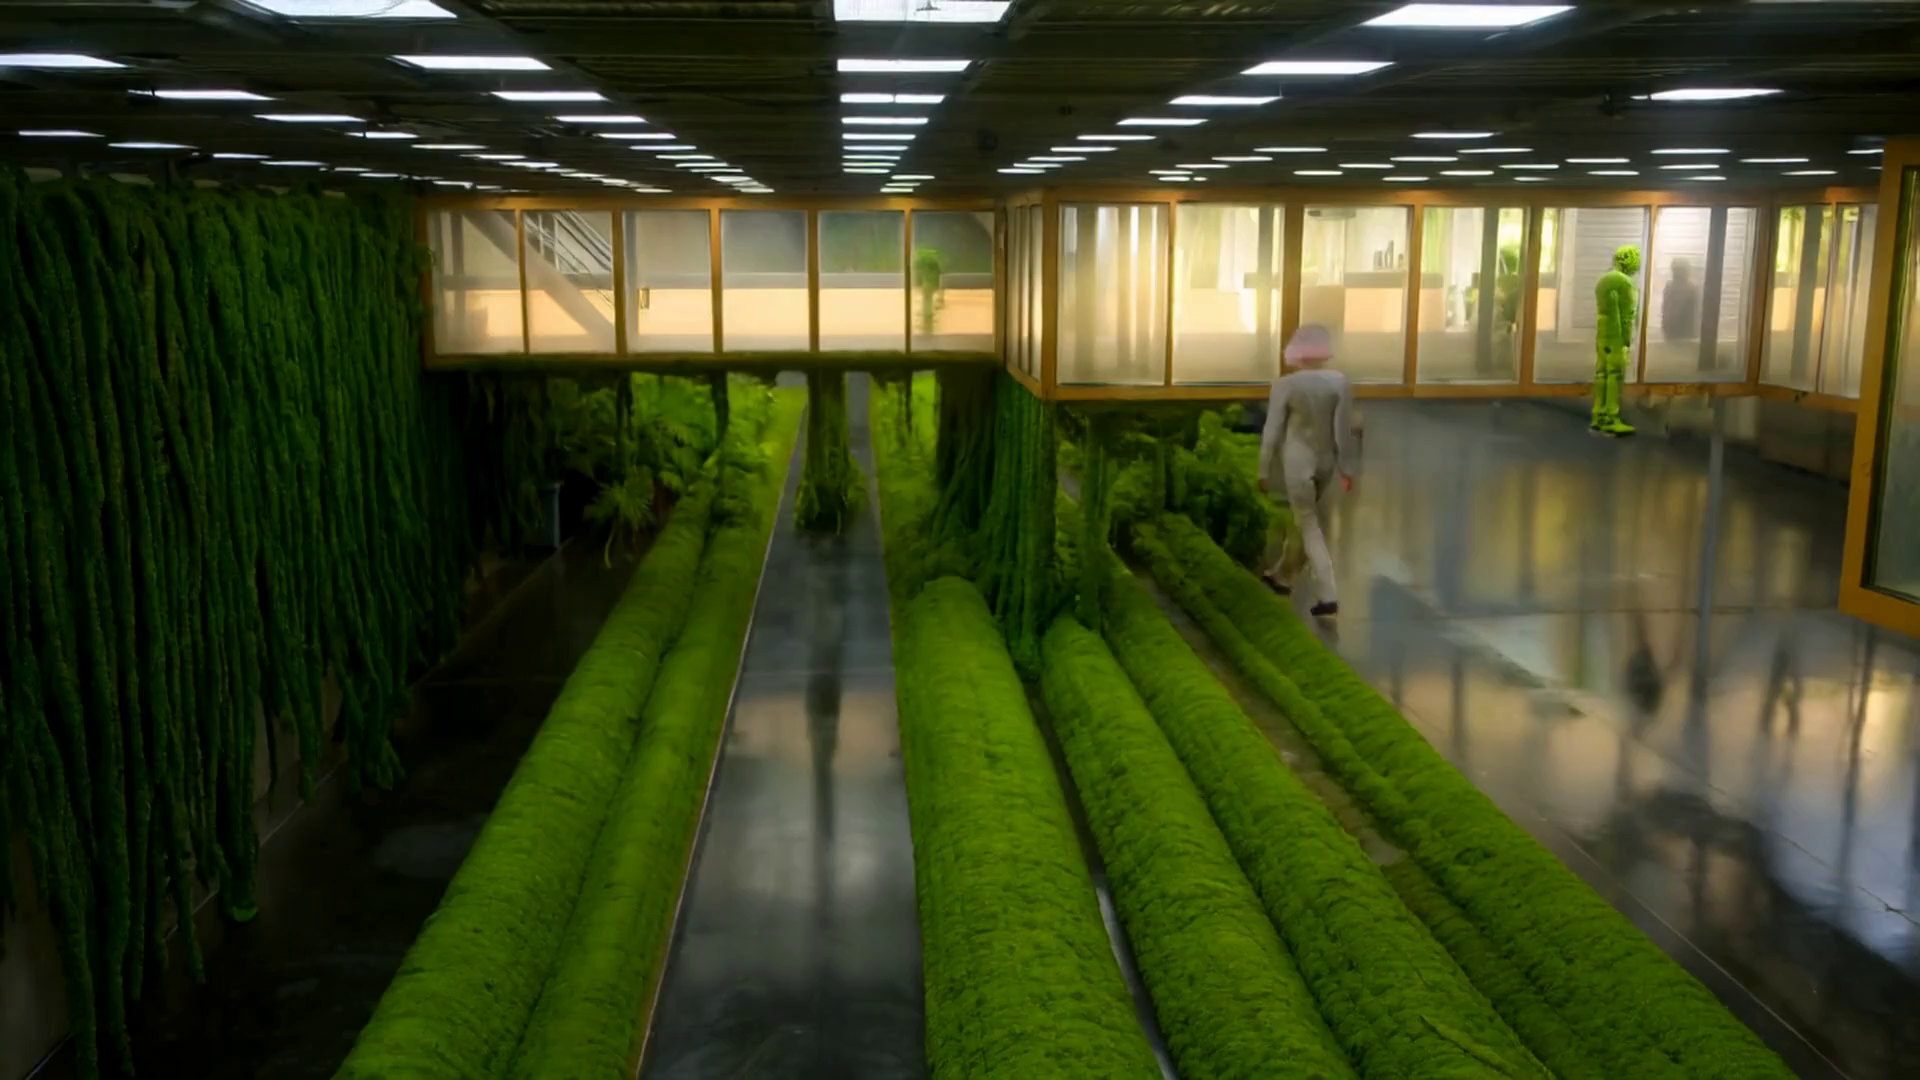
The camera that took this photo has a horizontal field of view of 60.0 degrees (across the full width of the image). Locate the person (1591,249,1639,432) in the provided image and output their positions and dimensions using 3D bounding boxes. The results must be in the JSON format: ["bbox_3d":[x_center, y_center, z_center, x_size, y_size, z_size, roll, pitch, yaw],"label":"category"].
[{"bbox_3d":[6.900,-2.090,17.459,0.408,1.908,0.644,-1,11,-4],"label":"person"}]

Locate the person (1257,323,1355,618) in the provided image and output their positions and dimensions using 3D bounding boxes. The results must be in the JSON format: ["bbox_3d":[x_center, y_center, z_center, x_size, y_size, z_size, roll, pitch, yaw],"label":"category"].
[{"bbox_3d":[1.893,-0.397,9.171,0.517,1.582,0.877,-4,11,-22],"label":"person"}]
